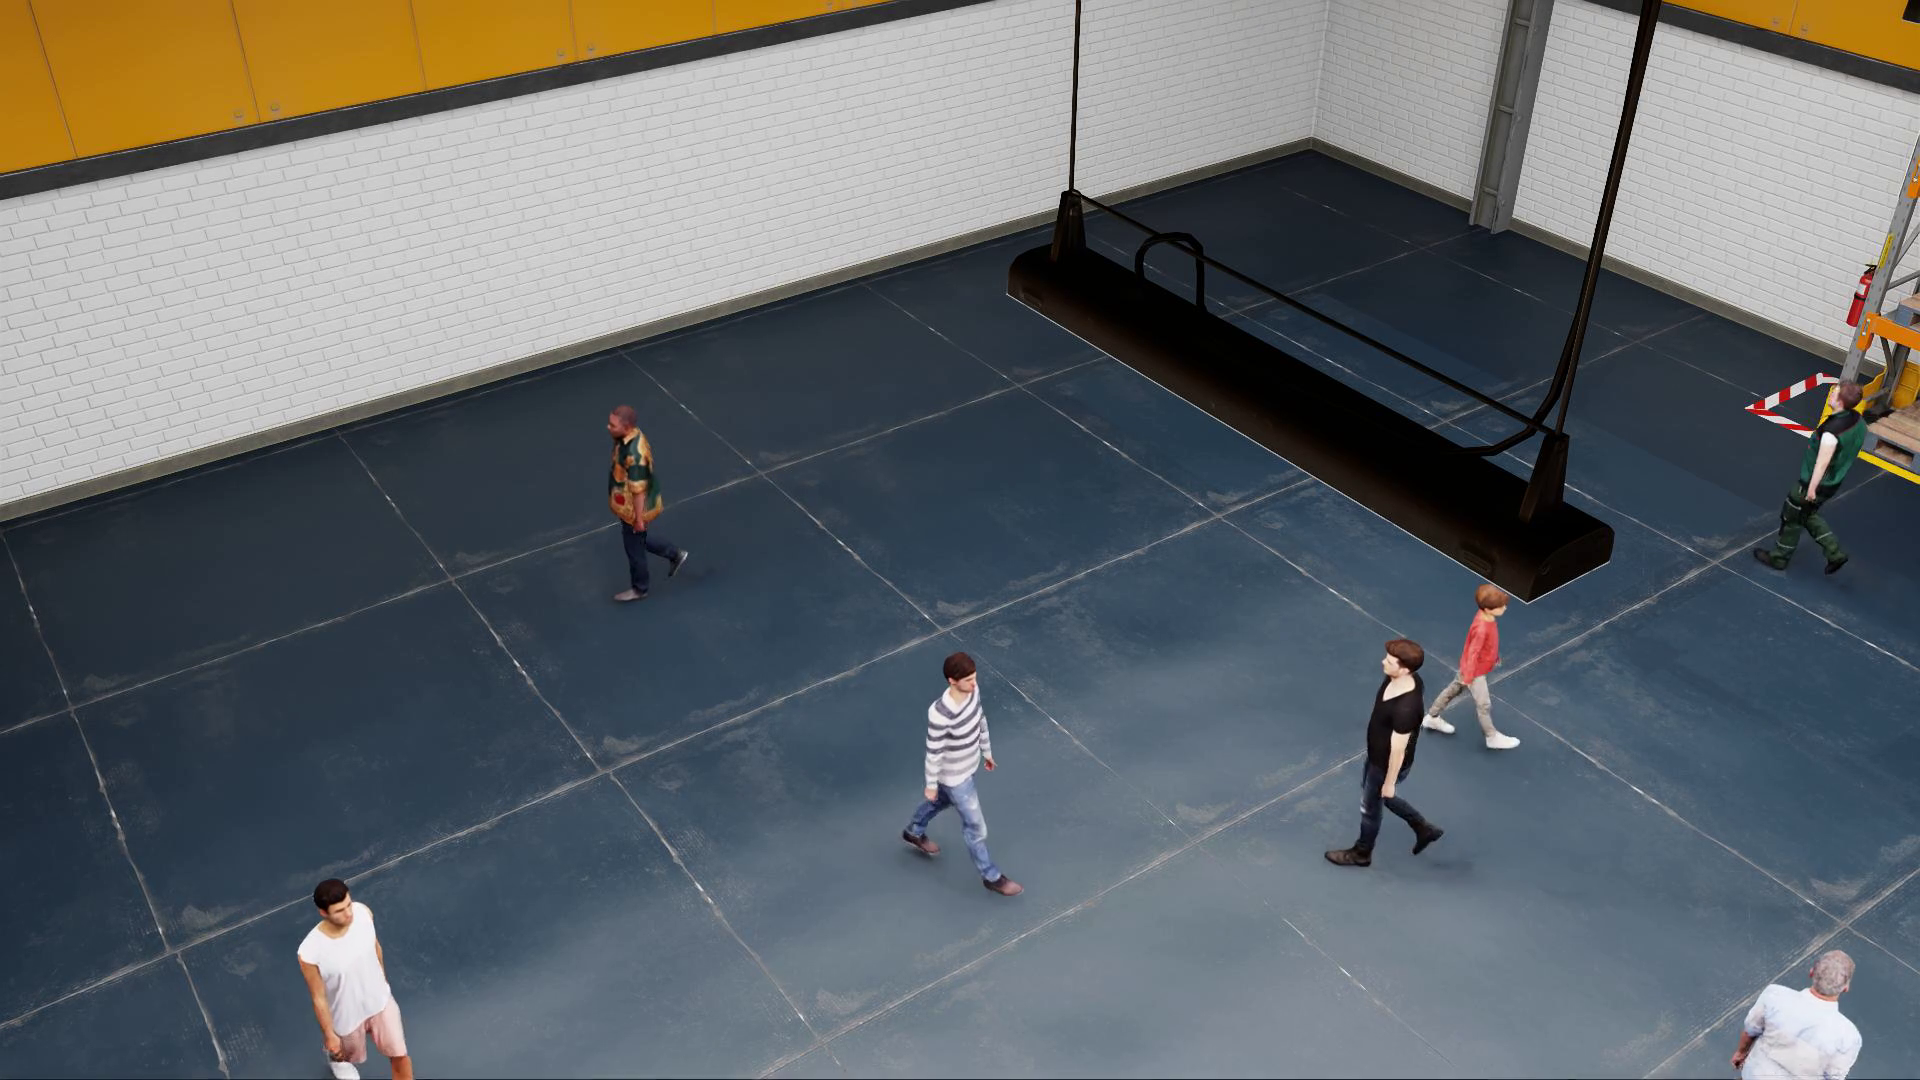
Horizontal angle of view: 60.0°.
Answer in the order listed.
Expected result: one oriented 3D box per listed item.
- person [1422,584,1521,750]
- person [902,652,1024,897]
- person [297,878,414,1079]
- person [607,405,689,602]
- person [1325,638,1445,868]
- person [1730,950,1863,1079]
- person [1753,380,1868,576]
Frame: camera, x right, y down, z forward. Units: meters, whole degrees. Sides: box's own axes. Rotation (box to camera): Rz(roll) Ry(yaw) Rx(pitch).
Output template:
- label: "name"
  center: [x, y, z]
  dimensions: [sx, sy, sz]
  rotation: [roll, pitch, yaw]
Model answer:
- label: "person"
  center: [3.651, 0.890, 12.003]
  dimensions: [0.989, 1.385, 0.860]
  rotation: [11, 35, 15]
- label: "person"
  center: [-0.100, 1.458, 10.770]
  dimensions: [1.287, 1.803, 1.032]
  rotation: [17, 37, 24]
- label: "person"
  center: [-3.391, 2.532, 9.197]
  dimensions: [1.198, 1.757, 0.862]
  rotation: [24, 40, 32]
- label: "person"
  center: [-2.552, -0.313, 13.441]
  dimensions: [0.889, 1.796, 0.924]
  rotation: [-11, 35, -16]
- label: "person"
  center: [2.856, 1.414, 10.763]
  dimensions: [1.099, 1.886, 1.031]
  rotation: [6, 34, 9]
- label: "person"
  center: [4.234, 2.885, 8.636]
  dimensions: [1.179, 1.790, 0.916]
  rotation: [27, 42, 35]
- label: "person"
  center: [7.118, -0.471, 13.650]
  dimensions: [0.659, 1.829, 0.932]
  rotation: [-23, 40, -31]
